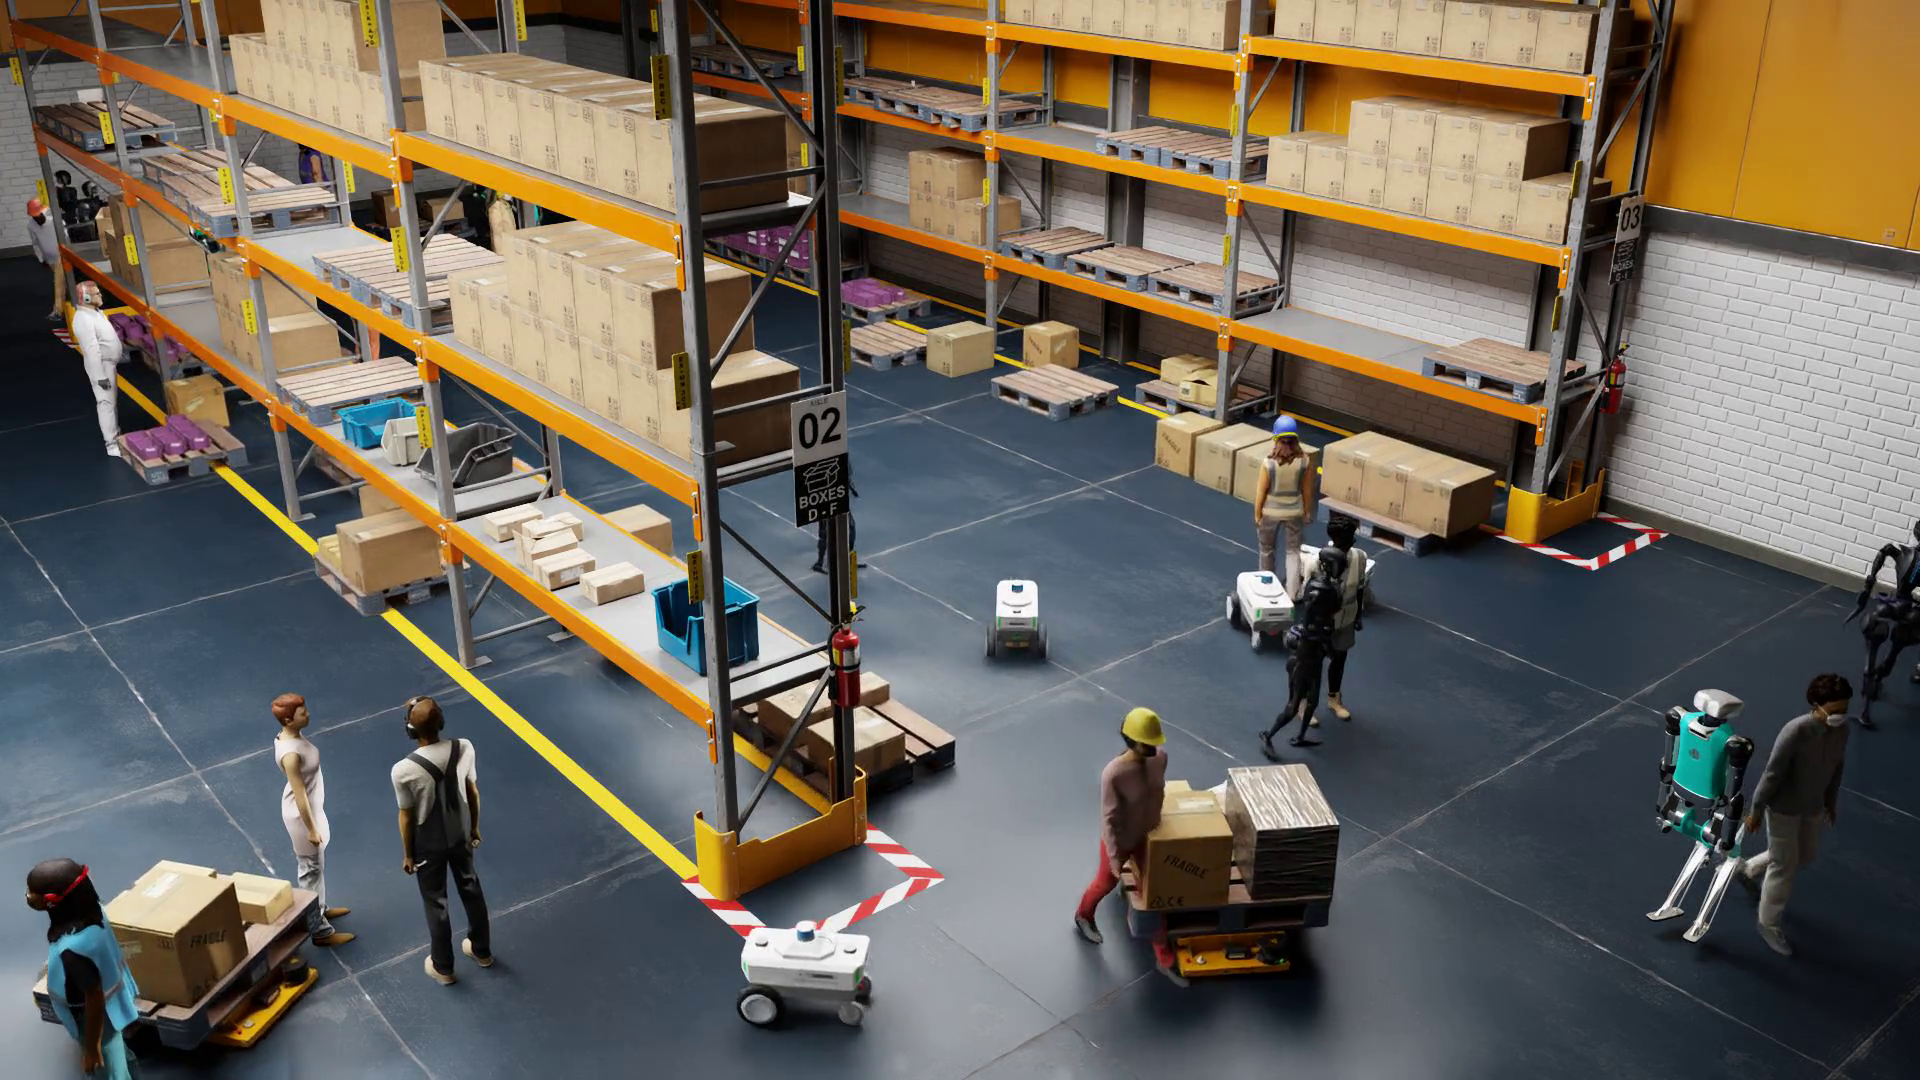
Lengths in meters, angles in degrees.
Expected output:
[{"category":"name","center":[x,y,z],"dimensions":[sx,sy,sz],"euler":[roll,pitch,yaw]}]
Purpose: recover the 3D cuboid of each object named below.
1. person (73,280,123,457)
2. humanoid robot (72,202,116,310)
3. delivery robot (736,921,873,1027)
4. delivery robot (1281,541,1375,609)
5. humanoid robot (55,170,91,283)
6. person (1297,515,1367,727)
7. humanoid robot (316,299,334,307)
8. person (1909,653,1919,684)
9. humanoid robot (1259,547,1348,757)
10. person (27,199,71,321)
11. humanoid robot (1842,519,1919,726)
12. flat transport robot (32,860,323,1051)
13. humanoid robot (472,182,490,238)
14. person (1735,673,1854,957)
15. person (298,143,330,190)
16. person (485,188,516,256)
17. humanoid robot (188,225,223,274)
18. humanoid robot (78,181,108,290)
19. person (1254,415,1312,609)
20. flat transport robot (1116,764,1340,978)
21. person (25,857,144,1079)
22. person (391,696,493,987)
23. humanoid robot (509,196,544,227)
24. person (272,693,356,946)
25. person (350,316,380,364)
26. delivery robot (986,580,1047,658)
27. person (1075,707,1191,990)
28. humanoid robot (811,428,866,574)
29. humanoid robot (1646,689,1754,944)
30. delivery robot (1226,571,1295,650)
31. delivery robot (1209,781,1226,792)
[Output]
[{"category":"person","center":[-9.177,-1.845,17.846],"dimensions":[0.413,1.913,0.641],"euler":[-8,25,-19]},{"category":"humanoid robot","center":[-11.685,-3.820,22.741],"dimensions":[0.650,1.632,0.602],"euler":[-17,29,-34]},{"category":"delivery robot","center":[-0.891,2.460,9.569],"dimensions":[0.773,0.582,0.499],"euler":[3,24,6]},{"category":"delivery robot","center":[3.236,0.293,14.593],"dimensions":[0.765,0.585,0.499],"euler":[14,27,30]},{"category":"humanoid robot","center":[-13.139,-4.643,24.627],"dimensions":[0.328,1.654,0.600],"euler":[1,23,3]},{"category":"person","center":[2.789,0.594,12.476],"dimensions":[0.535,1.692,0.319],"euler":[-8,25,-19]},{"category":"humanoid robot","center":[-8.957,-4.064,23.293],"dimensions":[0.526,1.643,0.590],"euler":[9,25,19]},{"category":"person","center":[7.818,0.262,12.952],"dimensions":[0.548,1.927,0.390],"euler":[14,27,28]},{"category":"humanoid robot","center":[2.499,0.787,12.057],"dimensions":[0.488,1.645,0.611],"euler":[15,28,31]},{"category":"person","center":[-12.460,-3.865,22.830],"dimensions":[0.573,1.658,0.980],"euler":[5,24,12]},{"category":"humanoid robot","center":[7.059,0.585,12.586],"dimensions":[0.637,1.629,0.754],"euler":[8,25,17]},{"category":"flat transport robot","center":[-4.568,2.571,9.690],"dimensions":[1.431,0.231,0.659],"euler":[6,24,14]},{"category":"humanoid robot","center":[-7.526,-5.700,27.038],"dimensions":[0.994,1.779,0.530],"euler":[17,28,33]},{"category":"person","center":[4.983,1.552,10.045],"dimensions":[0.565,1.864,0.661],"euler":[-8,25,-18]},{"category":"person","center":[-10.320,-5.627,26.596],"dimensions":[0.425,1.924,0.526],"euler":[-18,29,-36]},{"category":"person","center":[-6.294,-4.025,22.951],"dimensions":[0.390,1.870,0.559],"euler":[3,24,6]},{"category":"humanoid robot","center":[-10.113,-3.886,22.865],"dimensions":[1.011,1.764,0.557],"euler":[13,26,27]},{"category":"humanoid robot","center":[-12.383,-4.369,23.997],"dimensions":[0.600,1.644,0.392],"euler":[4,24,10]},{"category":"person","center":[2.778,-0.215,14.265],"dimensions":[0.516,1.756,0.609],"euler":[0,23,-1]},{"category":"flat transport robot","center":[1.568,2.230,10.480],"dimensions":[0.659,0.231,1.431],"euler":[-2,23,-6]},{"category":"person","center":[-4.228,2.358,8.169],"dimensions":[0.374,1.865,0.538],"euler":[-10,25,-21]},{"category":"person","center":[-3.003,1.737,9.652],"dimensions":[0.344,1.838,0.499],"euler":[19,30,38]},{"category":"humanoid robot","center":[-6.729,-5.267,26.043],"dimensions":[0.548,1.802,0.902],"euler":[-13,27,-28]},{"category":"person","center":[-3.922,1.668,10.023],"dimensions":[0.286,1.660,0.443],"euler":[-9,25,-21]},{"category":"person","center":[-7.156,-2.700,20.017],"dimensions":[0.507,1.757,0.332],"euler":[13,27,28]},{"category":"delivery robot","center":[0.473,0.643,13.818],"dimensions":[0.499,0.614,0.804],"euler":[1,23,2]},{"category":"person","center":[1.012,1.742,9.785],"dimensions":[0.525,1.731,0.880],"euler":[-14,27,-29]},{"category":"humanoid robot","center":[-1.160,-0.480,14.971],"dimensions":[0.369,1.645,0.591],"euler":[13,27,28]},{"category":"humanoid robot","center":[4.515,1.597,9.925],"dimensions":[0.735,1.677,0.533],"euler":[-14,27,-29]},{"category":"delivery robot","center":[2.564,0.548,14.005],"dimensions":[0.499,0.587,0.789],"euler":[-2,23,-4]},{"category":"delivery robot","center":[1.940,1.802,11.134],"dimensions":[0.815,0.614,0.499],"euler":[-15,27,-30]}]
